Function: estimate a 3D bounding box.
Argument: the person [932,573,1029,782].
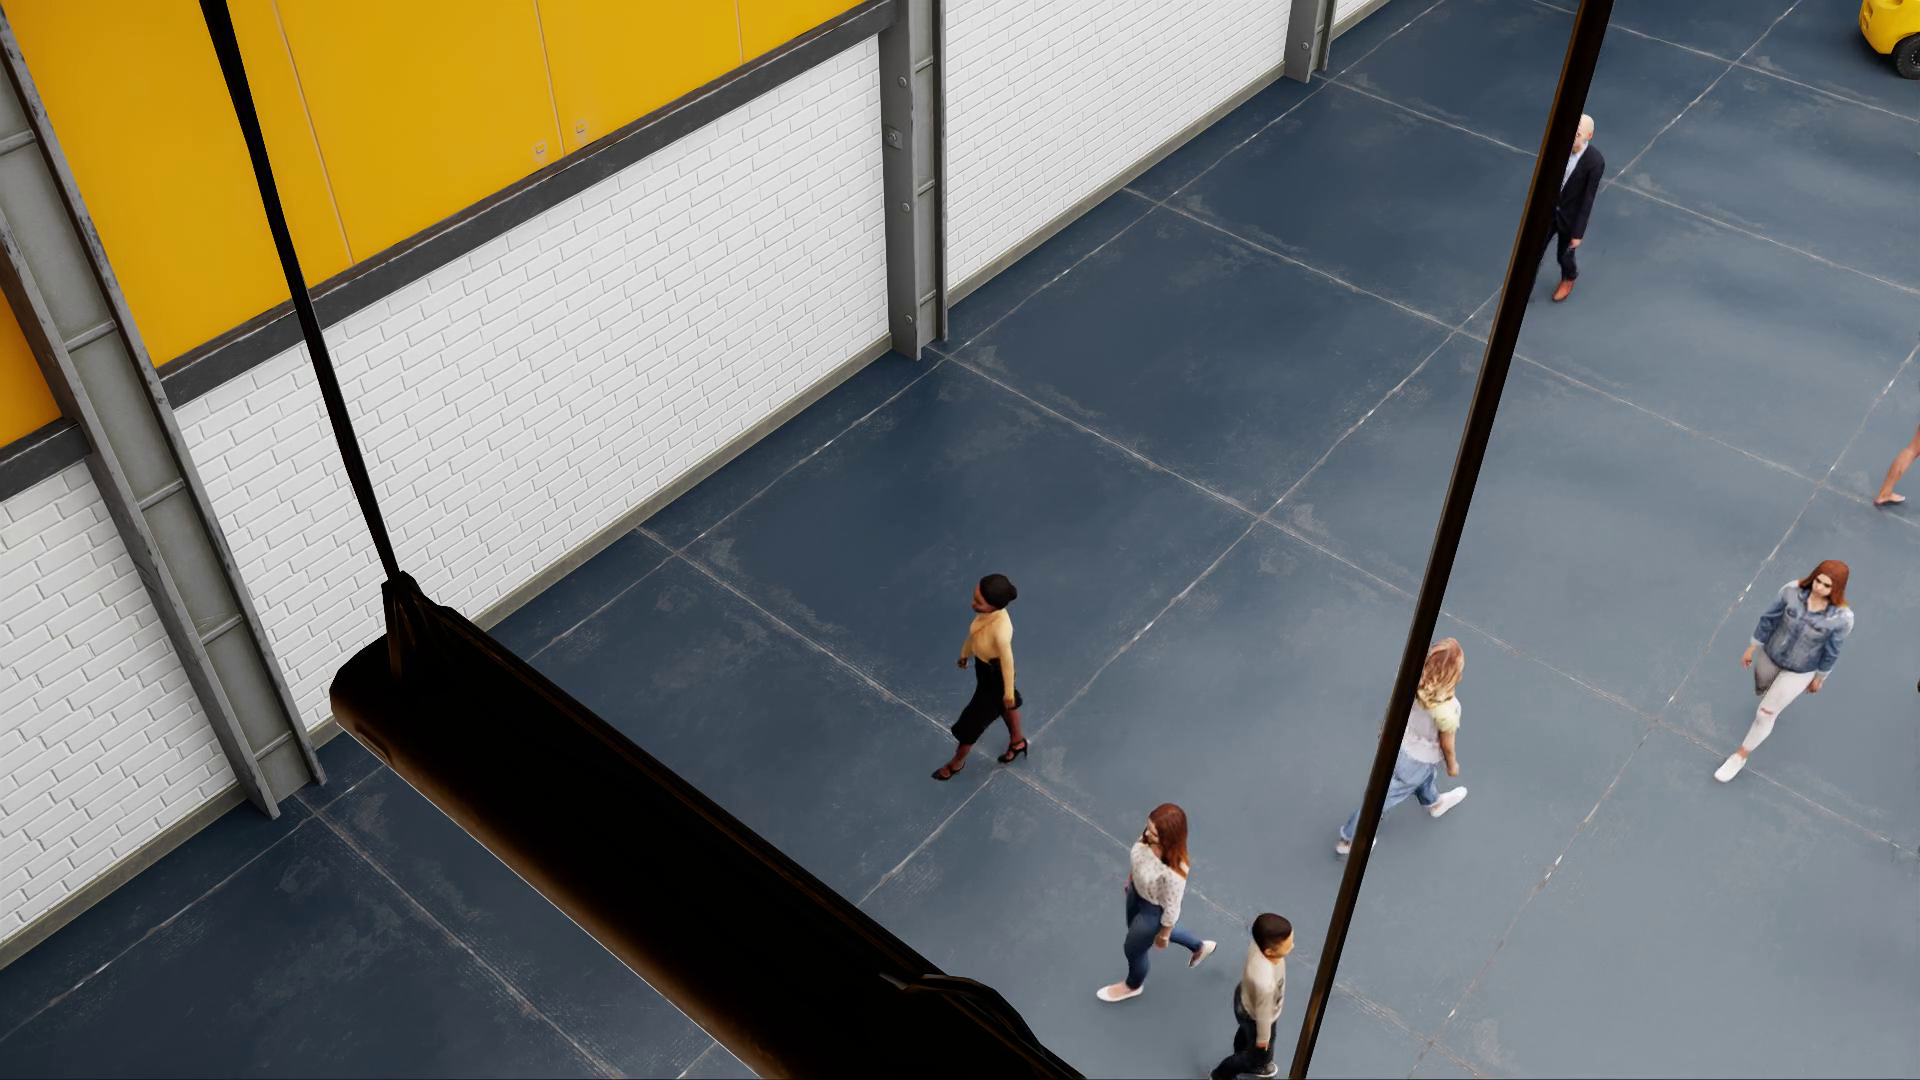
[{"bbox_3d":[0.280,0.806,9.945,0.977,1.633,0.874,-10,45,-10],"label":"person"}]

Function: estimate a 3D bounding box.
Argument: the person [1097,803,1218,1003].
[{"bbox_3d":[1.097,1.898,8.744,0.997,1.710,0.907,-7,44,-7],"label":"person"}]

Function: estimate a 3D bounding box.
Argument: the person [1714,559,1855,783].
[{"bbox_3d":[5.033,0.693,10.037,1.143,1.670,0.771,-28,50,-26],"label":"person"}]

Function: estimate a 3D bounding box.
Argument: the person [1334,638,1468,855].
[{"bbox_3d":[2.504,1.242,9.465,1.229,1.664,1.030,-12,45,-13],"label":"person"}]

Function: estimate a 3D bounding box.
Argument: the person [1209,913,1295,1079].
[{"bbox_3d":[1.493,2.349,8.450,0.730,1.461,0.660,7,44,7],"label":"person"}]

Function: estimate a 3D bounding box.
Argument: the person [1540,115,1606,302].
[{"bbox_3d":[4.907,-2.627,13.441,0.693,1.782,1.146,32,52,29],"label":"person"}]
